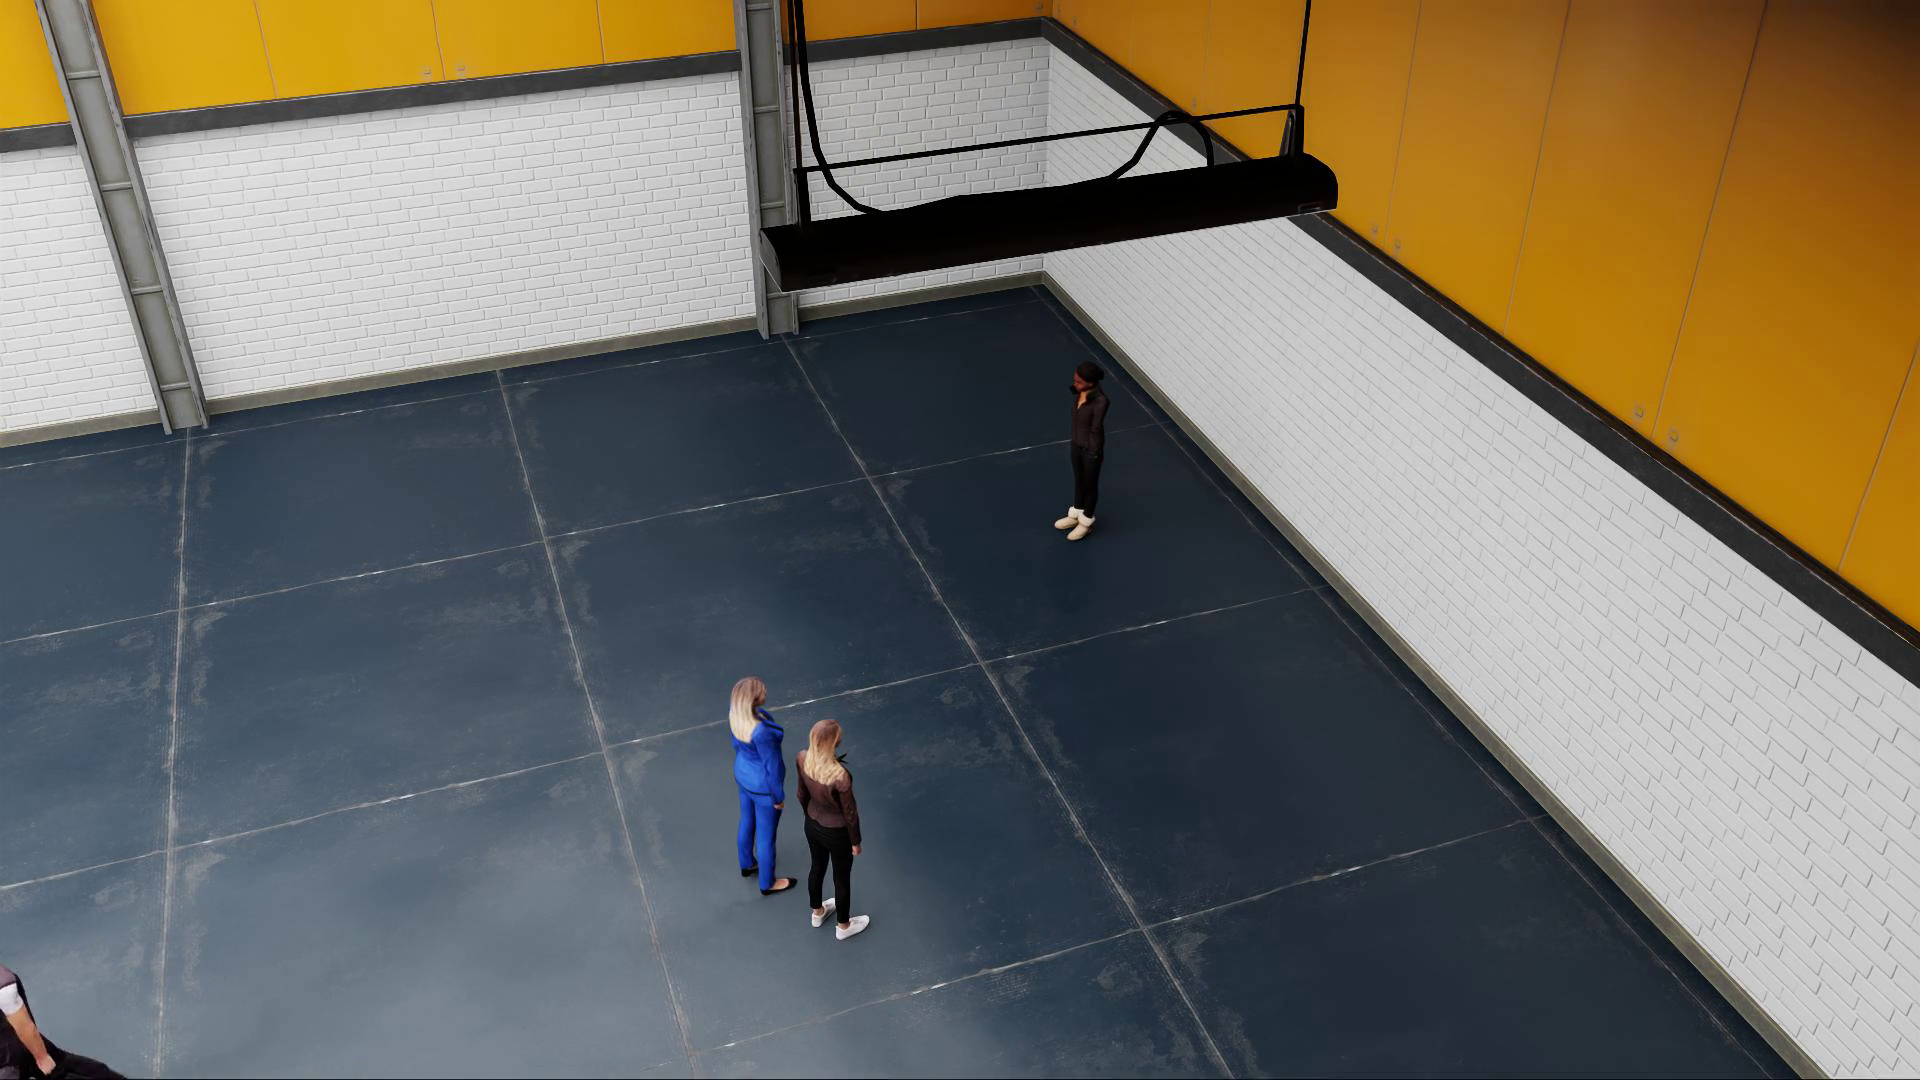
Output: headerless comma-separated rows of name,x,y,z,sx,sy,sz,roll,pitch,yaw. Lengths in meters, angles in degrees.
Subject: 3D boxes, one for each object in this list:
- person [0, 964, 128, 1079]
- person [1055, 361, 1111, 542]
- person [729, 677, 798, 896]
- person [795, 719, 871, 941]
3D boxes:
person,-5.055,2.677,9.017,1.071,1.803,1.298,24,41,32
person,1.115,-0.811,14.392,0.677,1.661,0.622,-17,37,-24
person,-1.316,1.577,10.764,0.644,1.700,0.686,-23,40,-30
person,-0.823,1.807,10.414,0.676,1.704,0.680,23,40,31
